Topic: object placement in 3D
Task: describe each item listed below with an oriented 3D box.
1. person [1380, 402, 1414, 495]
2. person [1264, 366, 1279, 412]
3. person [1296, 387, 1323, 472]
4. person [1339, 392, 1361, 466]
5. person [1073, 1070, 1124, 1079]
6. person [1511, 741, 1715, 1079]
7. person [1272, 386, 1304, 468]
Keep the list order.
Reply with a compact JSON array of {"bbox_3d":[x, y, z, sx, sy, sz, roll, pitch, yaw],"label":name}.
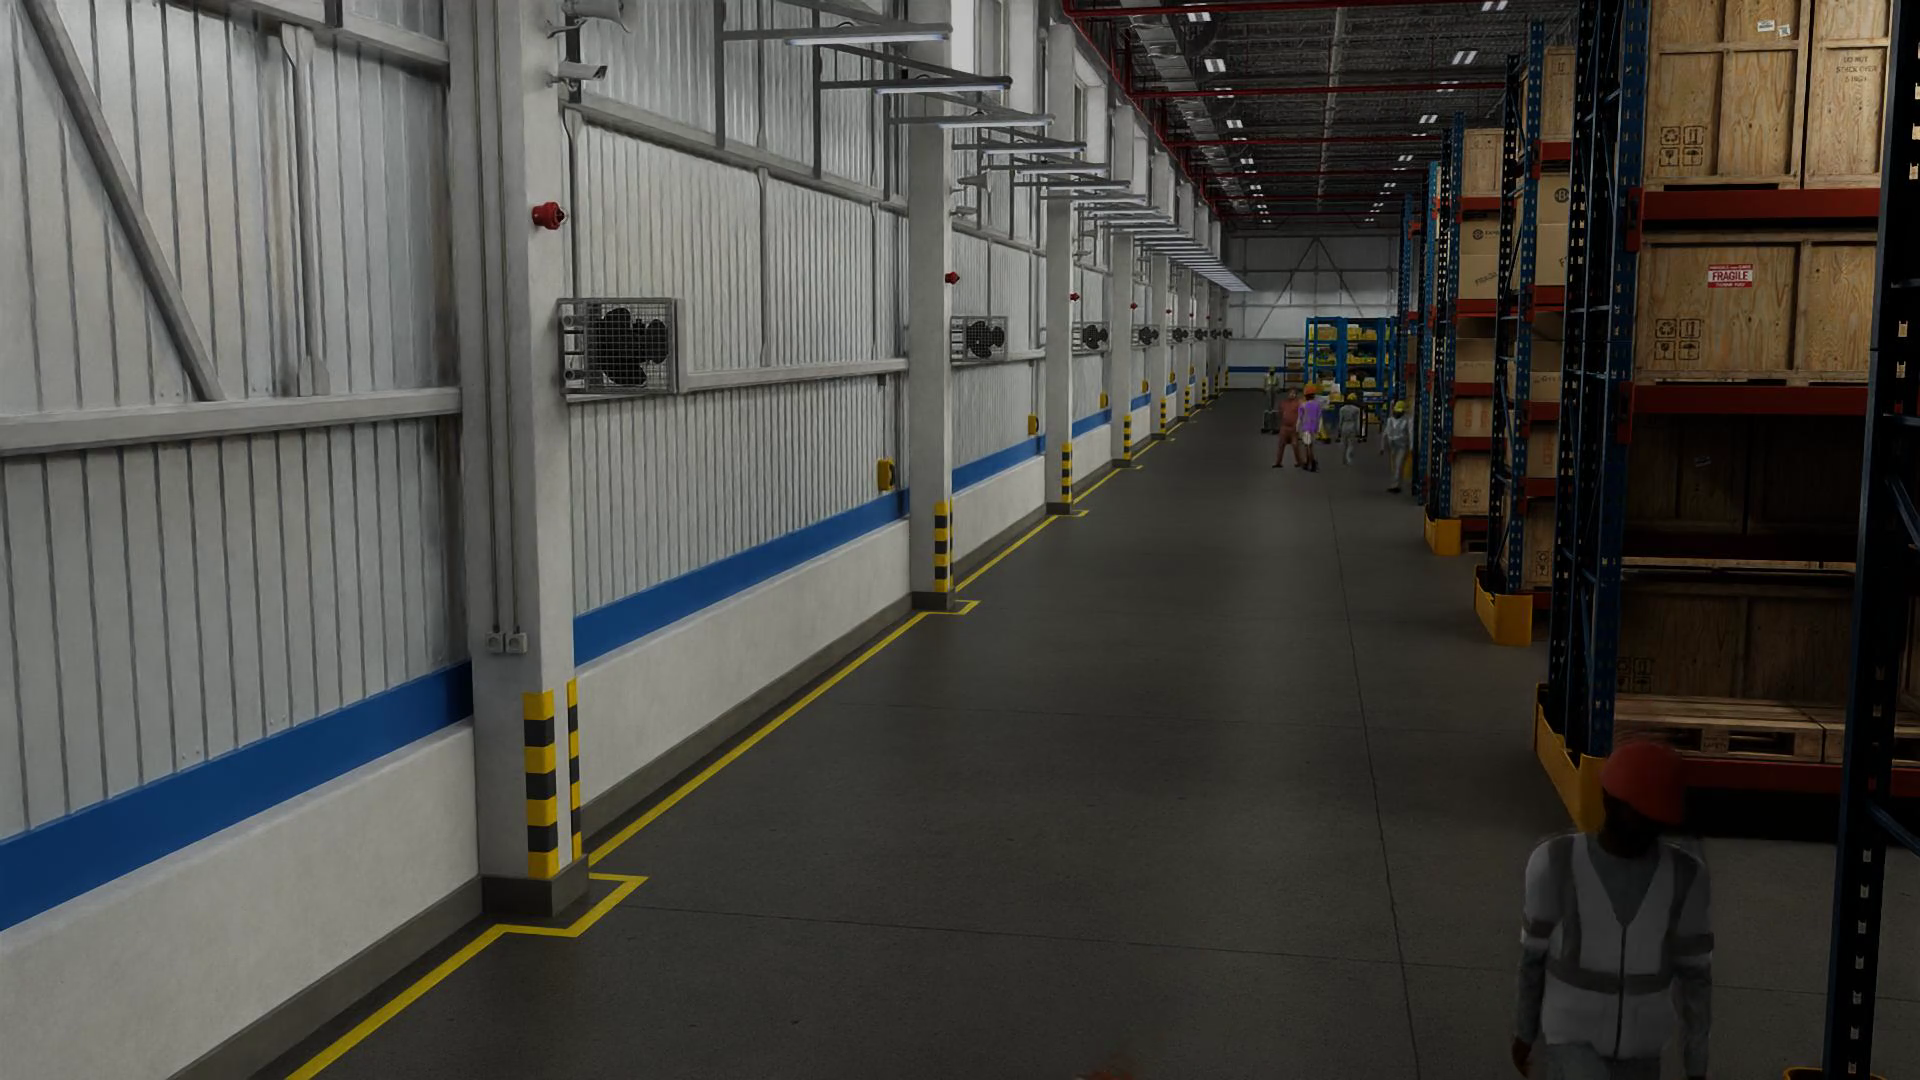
[{"bbox_3d":[8.326,-1.763,31.897,0.813,1.774,0.658,-6,9,-38],"label":"person"},{"bbox_3d":[12.038,-5.823,64.270,0.591,1.817,0.563,0,7,1],"label":"person"},{"bbox_3d":[7.814,-2.453,36.991,0.564,1.898,0.887,-1,7,-9],"label":"person"},{"bbox_3d":[8.965,-2.539,38.308,0.516,1.722,0.406,4,8,28],"label":"person"},{"bbox_3d":[0.243,1.882,3.350,0.550,1.599,0.796,3,8,24],"label":"person"},{"bbox_3d":[2.037,1.523,5.204,0.557,1.879,1.022,1,7,8],"label":"person"},{"bbox_3d":[7.542,-2.588,38.061,0.668,1.885,0.522,4,8,30],"label":"person"}]
